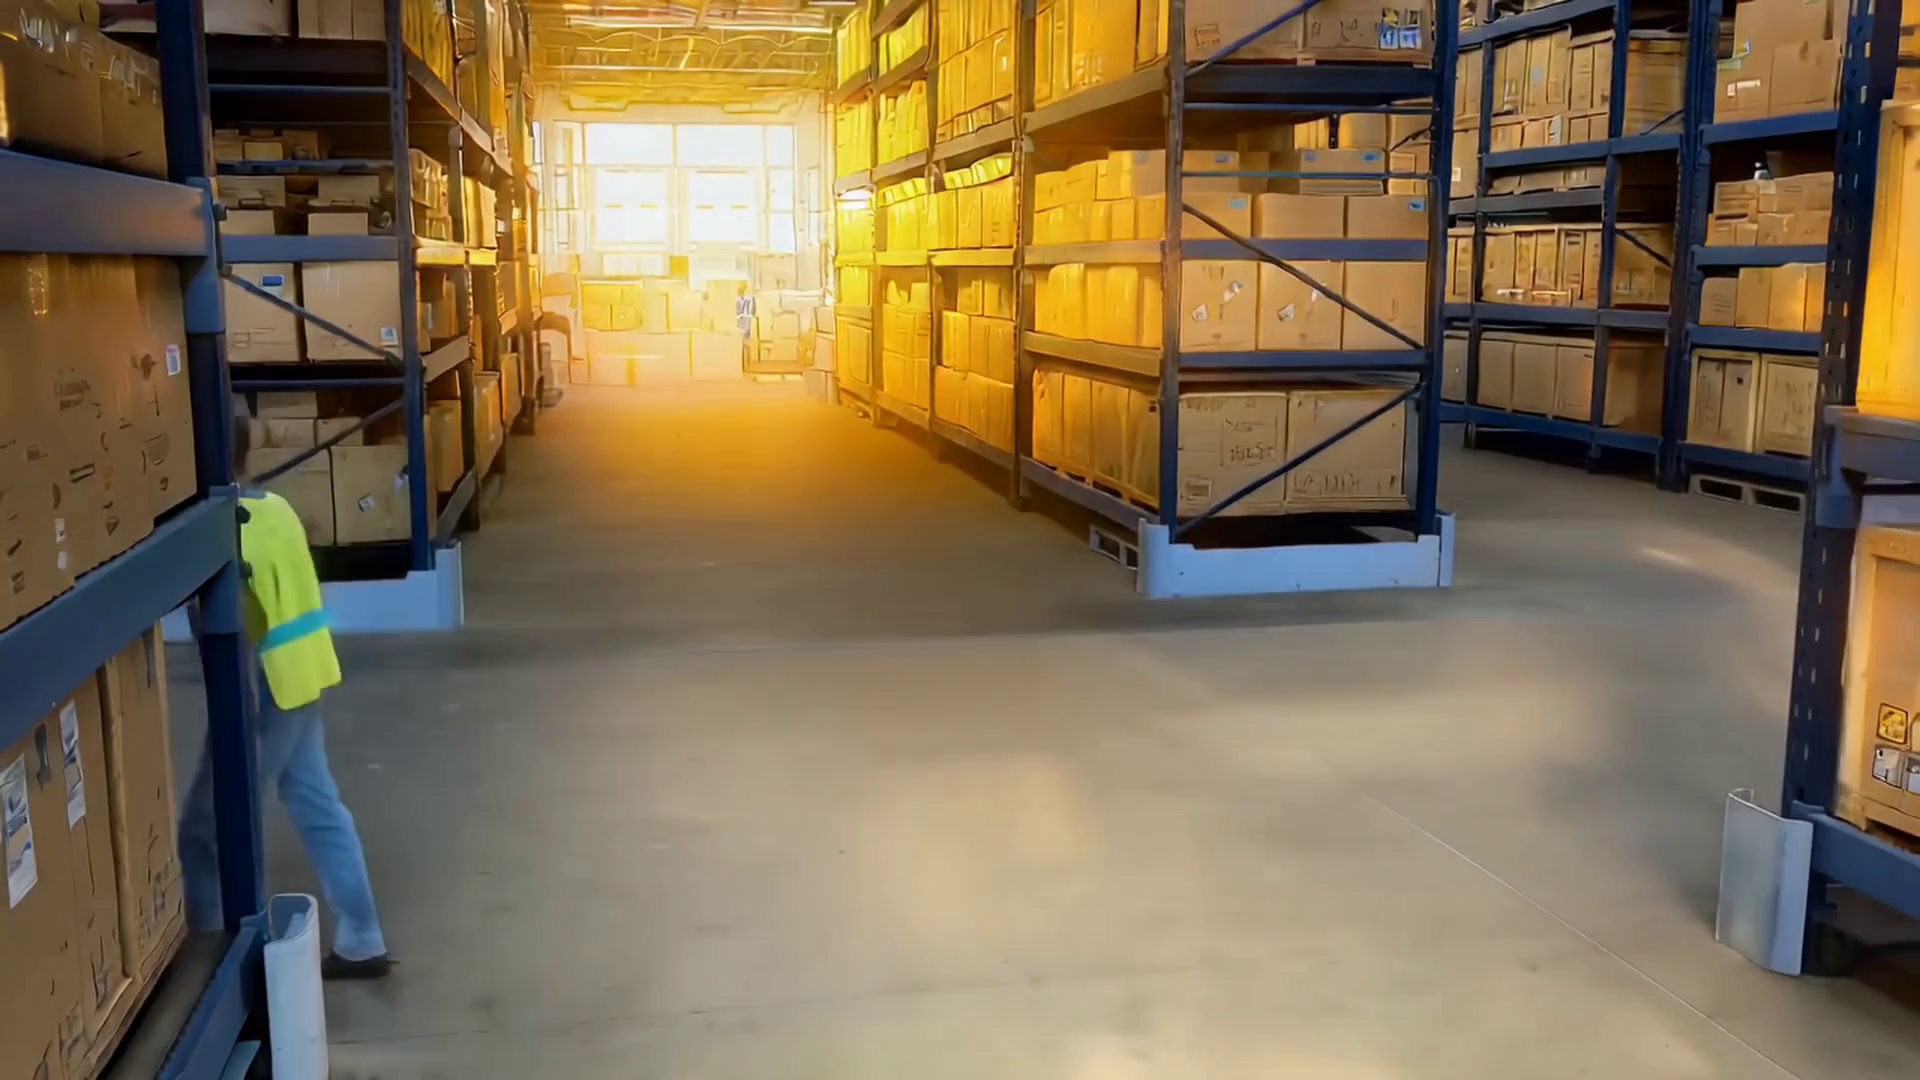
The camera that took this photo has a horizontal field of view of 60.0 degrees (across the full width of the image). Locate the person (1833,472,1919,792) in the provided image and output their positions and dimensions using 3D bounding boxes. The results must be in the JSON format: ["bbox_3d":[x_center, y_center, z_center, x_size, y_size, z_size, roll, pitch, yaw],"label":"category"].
[{"bbox_3d":[3.549,0.289,6.172,0.993,1.849,0.667,-3,10,-19],"label":"person"}]

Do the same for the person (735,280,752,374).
[{"bbox_3d":[-4.551,-4.444,34.762,0.351,1.942,0.547,-8,12,-39],"label":"person"}]

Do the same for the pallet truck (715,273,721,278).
[{"bbox_3d":[-8.580,-8.986,62.280,1.885,1.965,0.823,1,9,5],"label":"pallet truck"}]

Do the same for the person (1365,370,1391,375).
[{"bbox_3d":[3.744,-1.134,15.354,0.320,1.692,0.529,-9,13,-43],"label":"person"}]

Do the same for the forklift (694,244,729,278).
[{"bbox_3d":[-6.670,-6.553,44.766,1.129,2.768,1.873,-4,10,-21],"label":"forklift"}]

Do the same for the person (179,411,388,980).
[{"bbox_3d":[-2.214,0.502,5.036,0.902,1.799,0.617,0,9,2],"label":"person"}]
